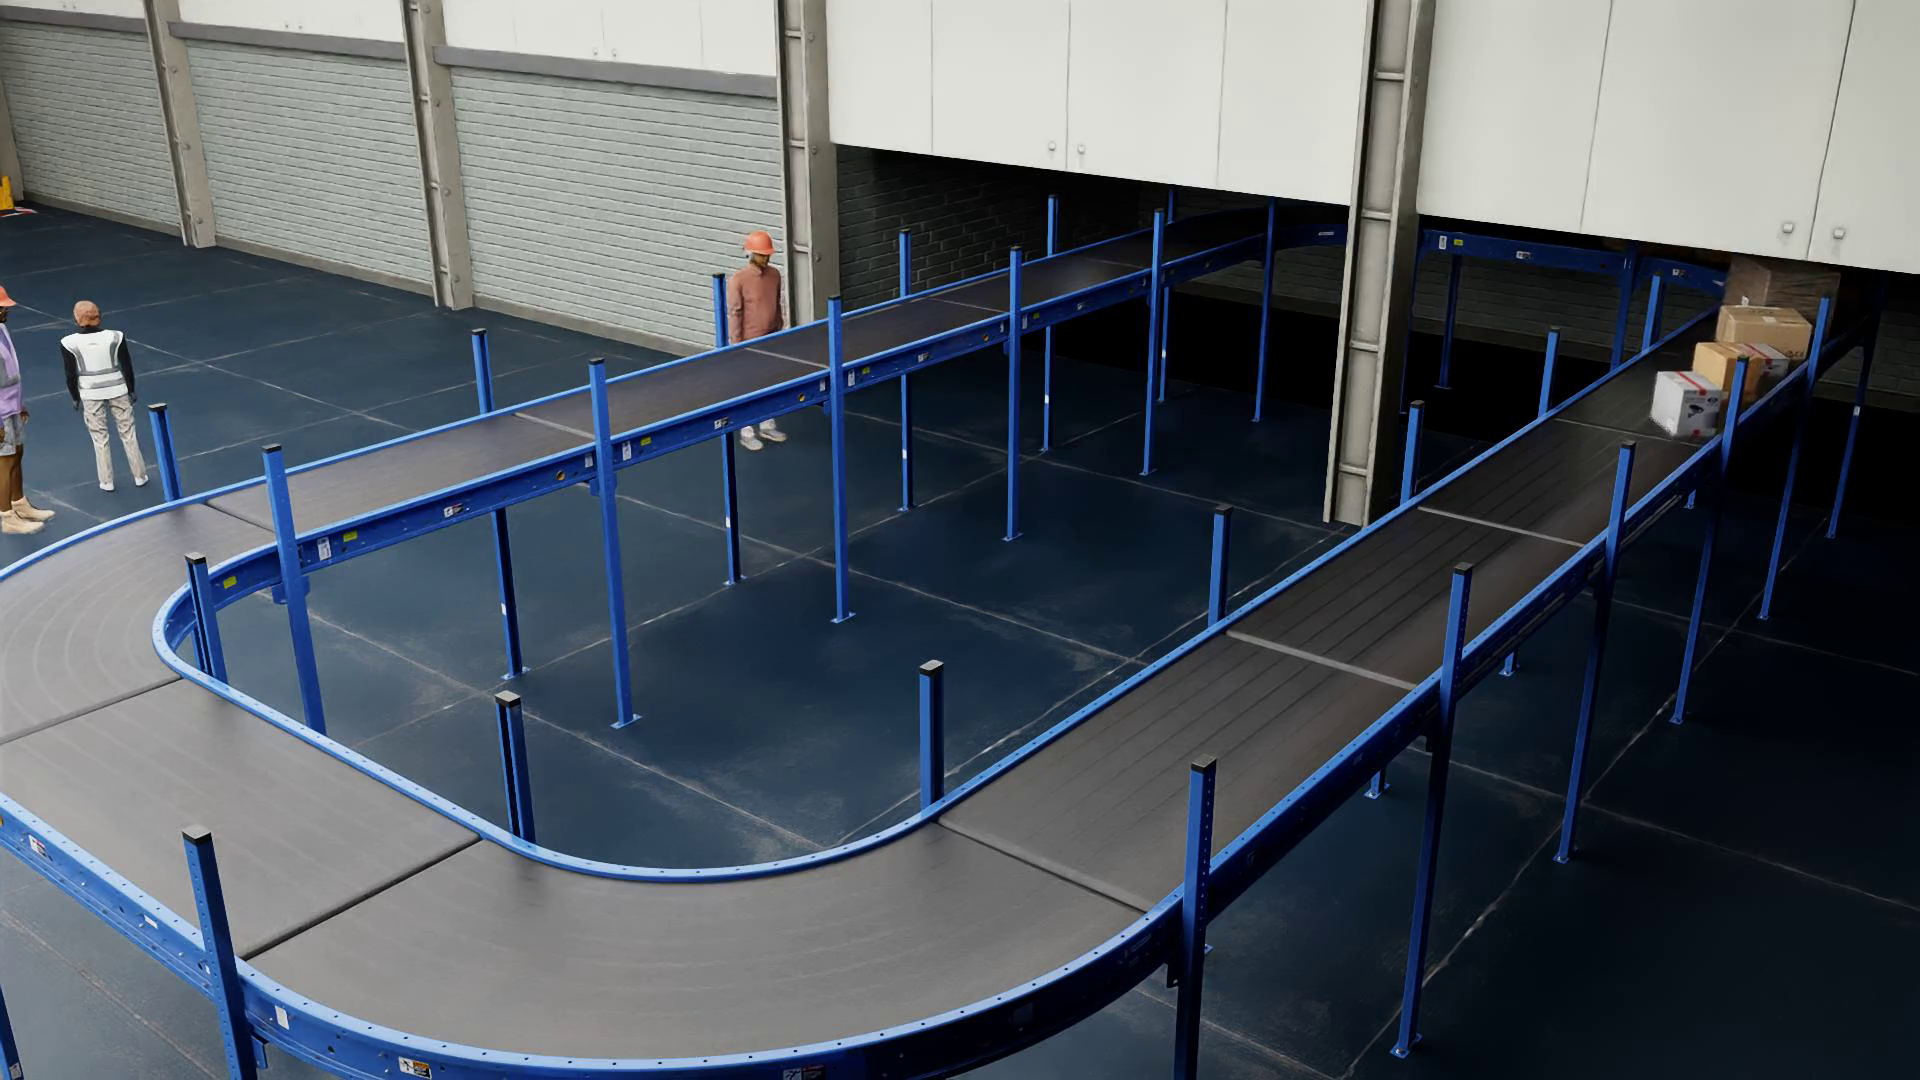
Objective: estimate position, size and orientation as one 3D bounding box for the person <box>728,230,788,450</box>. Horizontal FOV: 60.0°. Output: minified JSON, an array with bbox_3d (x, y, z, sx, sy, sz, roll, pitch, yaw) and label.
[{"bbox_3d":[-1.811,-1.822,15.103,0.401,1.989,0.623,17,27,36],"label":"person"}]

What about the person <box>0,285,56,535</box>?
[{"bbox_3d":[-7.487,-1.043,13.079,0.423,2.034,0.603,-5,22,-12],"label":"person"}]

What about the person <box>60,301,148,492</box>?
[{"bbox_3d":[-7.214,-1.208,14.016,0.515,1.640,0.314,-12,24,-27],"label":"person"}]
